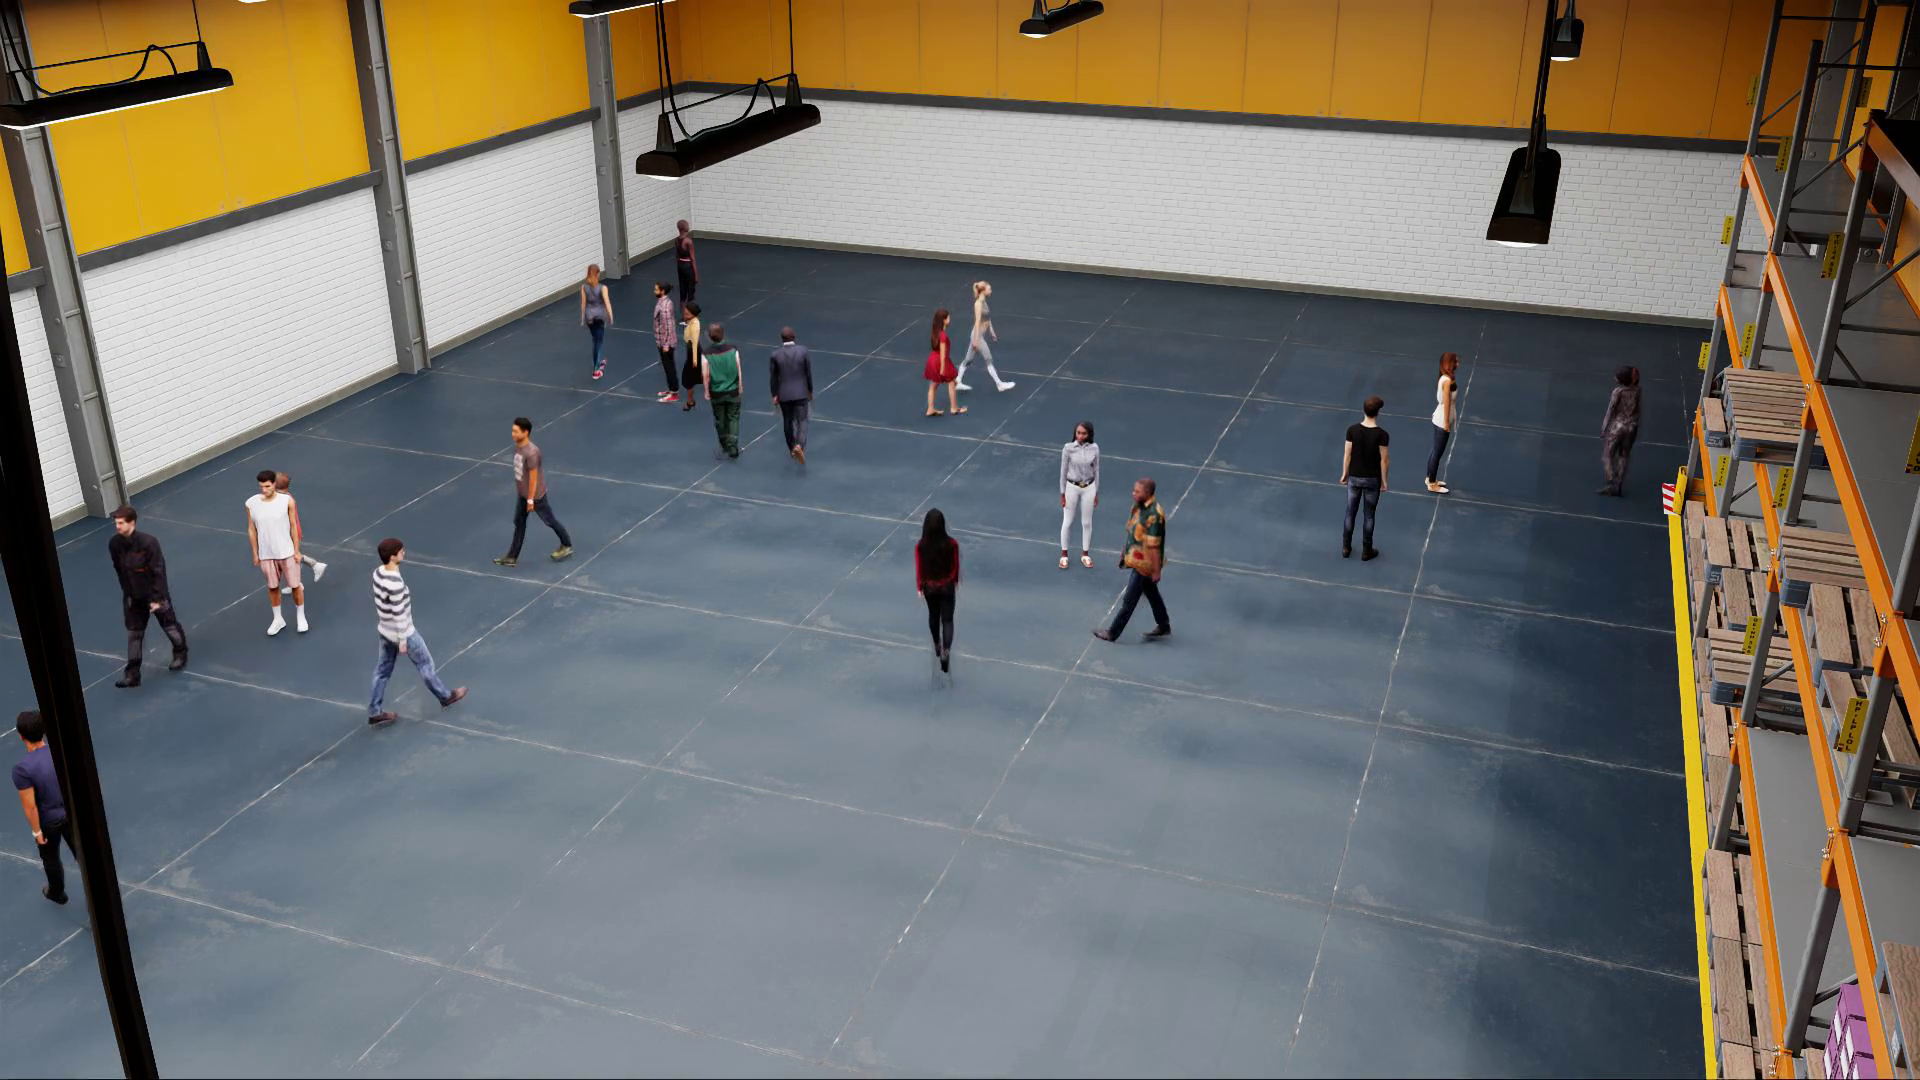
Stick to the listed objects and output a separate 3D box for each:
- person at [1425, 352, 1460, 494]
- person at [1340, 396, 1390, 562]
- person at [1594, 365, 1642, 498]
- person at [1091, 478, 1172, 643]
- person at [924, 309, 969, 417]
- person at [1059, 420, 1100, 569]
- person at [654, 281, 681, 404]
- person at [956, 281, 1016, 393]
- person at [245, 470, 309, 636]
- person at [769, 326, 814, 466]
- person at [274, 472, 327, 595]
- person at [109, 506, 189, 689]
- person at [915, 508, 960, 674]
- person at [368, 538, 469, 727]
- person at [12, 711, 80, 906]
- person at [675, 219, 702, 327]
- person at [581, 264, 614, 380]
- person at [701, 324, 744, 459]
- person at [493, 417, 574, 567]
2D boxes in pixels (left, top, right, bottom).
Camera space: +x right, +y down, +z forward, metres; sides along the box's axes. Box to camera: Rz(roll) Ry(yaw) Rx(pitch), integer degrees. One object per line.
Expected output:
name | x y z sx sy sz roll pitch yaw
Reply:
person | 5.991 -1.462 20.698 0.669 1.747 0.501 5 24 11
person | 4.560 -0.701 18.771 0.712 1.895 0.594 12 26 25
person | 8.185 -1.349 20.511 0.710 1.689 0.728 2 24 5
person | 1.958 0.221 16.825 1.125 1.765 1.171 -5 24 -12
person | -0.347 -2.457 23.246 0.896 1.528 0.830 -11 26 -24
person | 1.339 -0.529 18.593 0.664 1.723 0.650 -1 24 -2
person | -4.227 -2.871 23.903 0.836 1.762 0.717 -5 24 -12
person | 0.194 -2.907 24.126 0.849 1.648 1.137 2 24 4
person | -7.001 0.103 17.073 0.729 1.782 0.739 -4 24 -9
person | -2.157 -1.851 21.514 0.909 1.805 1.086 0 24 -1
person | -7.171 -0.086 17.981 0.827 1.401 0.769 -9 25 -20
person | -7.834 0.500 16.155 0.897 1.790 1.196 3 24 6
person | -0.189 0.519 16.309 0.836 1.632 1.084 -1 24 -2
person | -5.252 0.883 15.266 1.272 1.800 1.026 -20 31 -39
person | -6.713 2.119 12.499 0.921 1.753 1.177 15 28 31
person | -4.527 -4.423 27.436 0.693 1.775 0.728 18 30 36
person | -5.460 -3.244 24.833 0.701 1.700 0.987 4 24 9
person | -3.099 -1.935 21.698 0.934 1.812 1.054 -1 24 -2
person | -4.687 -0.533 18.602 1.254 1.723 1.026 -19 30 -37
